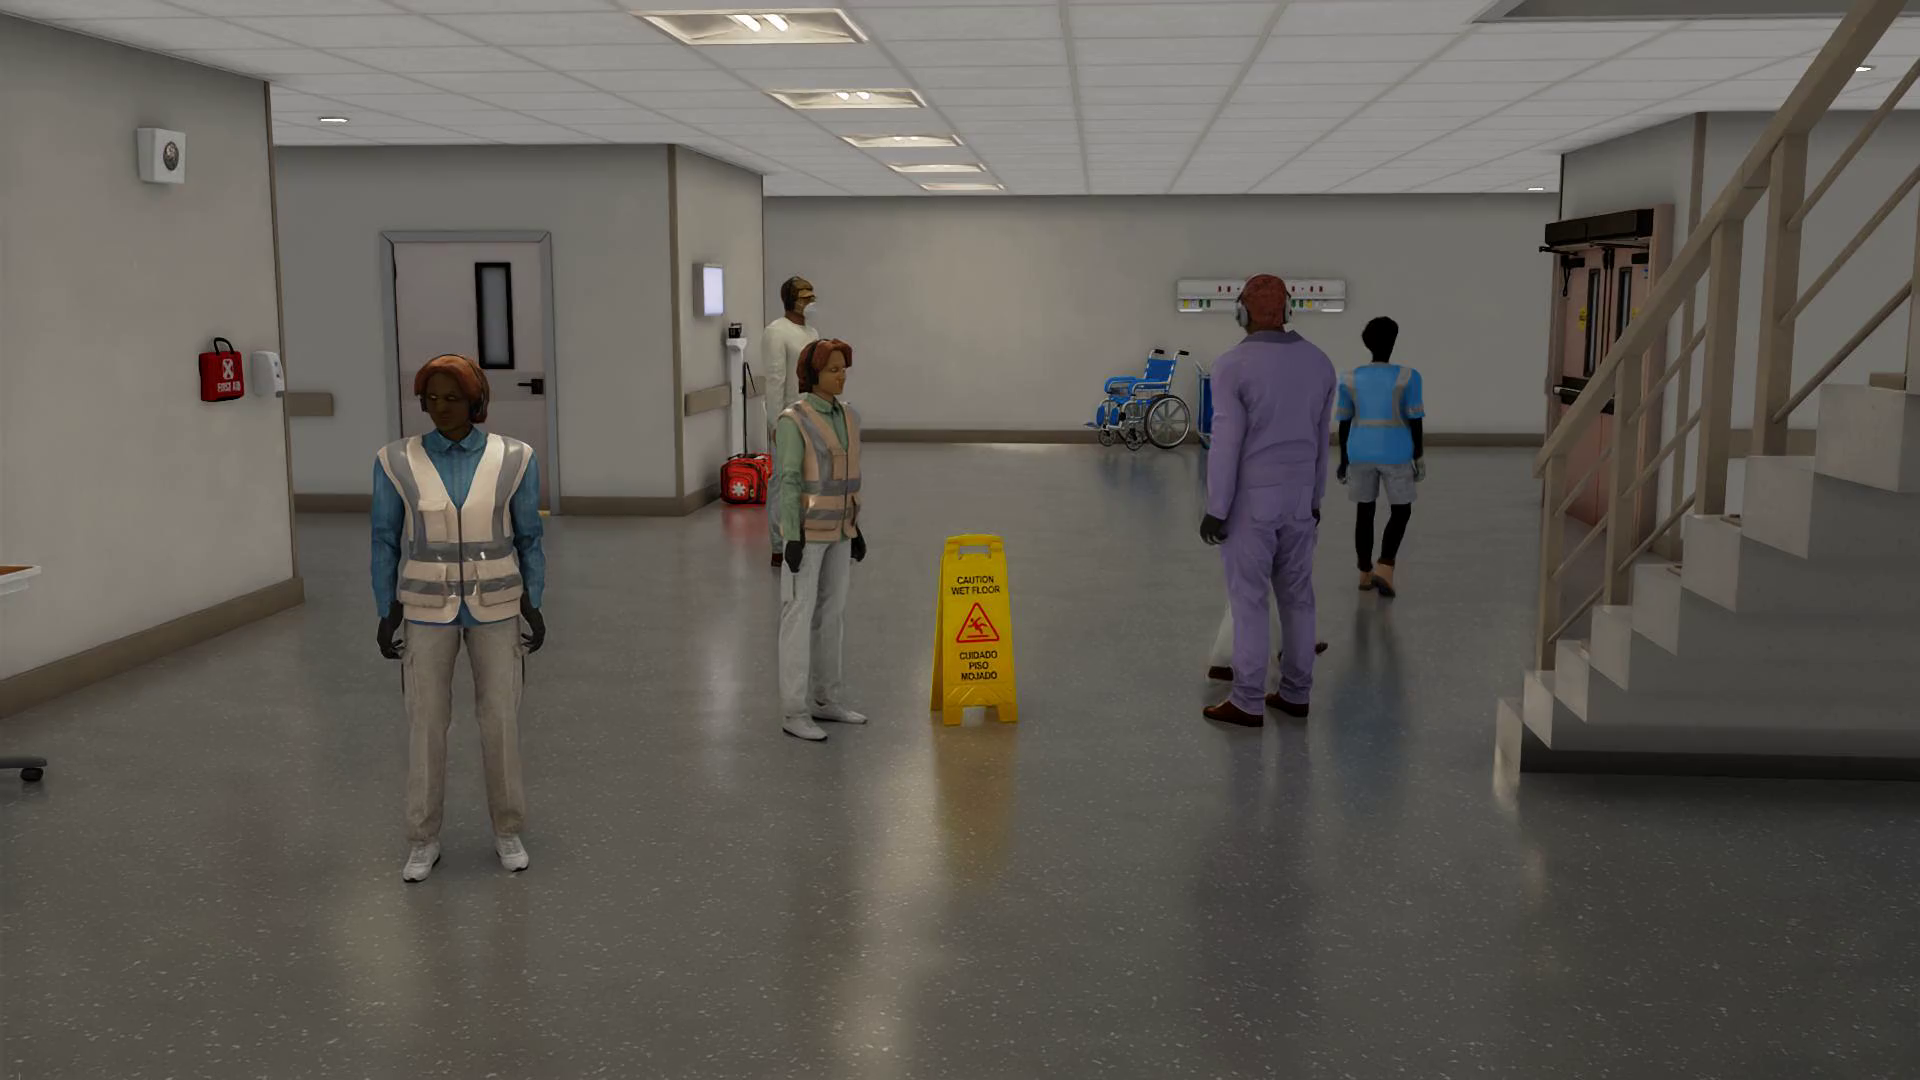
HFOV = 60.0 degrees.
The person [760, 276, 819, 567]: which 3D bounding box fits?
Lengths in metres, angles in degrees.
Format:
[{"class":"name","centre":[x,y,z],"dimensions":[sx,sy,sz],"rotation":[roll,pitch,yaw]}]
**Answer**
[{"class":"person","centre":[-1.098,-0.785,11.147],"dimensions":[0.370,1.940,0.627],"rotation":[3,9,22]}]

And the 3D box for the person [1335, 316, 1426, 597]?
[{"class":"person","centre":[2.536,-0.505,10.087],"dimensions":[0.554,1.700,0.443],"rotation":[5,10,32]}]

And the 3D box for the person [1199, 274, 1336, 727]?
[{"class":"person","centre":[1.274,-0.166,7.057],"dimensions":[0.643,1.905,0.399],"rotation":[-5,10,-31]}]

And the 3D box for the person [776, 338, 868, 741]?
[{"class":"person","centre":[-0.572,-0.011,6.888],"dimensions":[0.315,1.641,0.514],"rotation":[5,10,31]}]

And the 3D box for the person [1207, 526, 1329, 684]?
[{"class":"person","centre":[1.462,-0.119,7.767],"dimensions":[0.747,1.582,0.577],"rotation":[-5,10,-29]}]

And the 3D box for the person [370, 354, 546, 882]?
[{"class":"person","centre":[-1.554,0.241,5.189],"dimensions":[0.523,1.636,0.310],"rotation":[-3,9,-17]}]
